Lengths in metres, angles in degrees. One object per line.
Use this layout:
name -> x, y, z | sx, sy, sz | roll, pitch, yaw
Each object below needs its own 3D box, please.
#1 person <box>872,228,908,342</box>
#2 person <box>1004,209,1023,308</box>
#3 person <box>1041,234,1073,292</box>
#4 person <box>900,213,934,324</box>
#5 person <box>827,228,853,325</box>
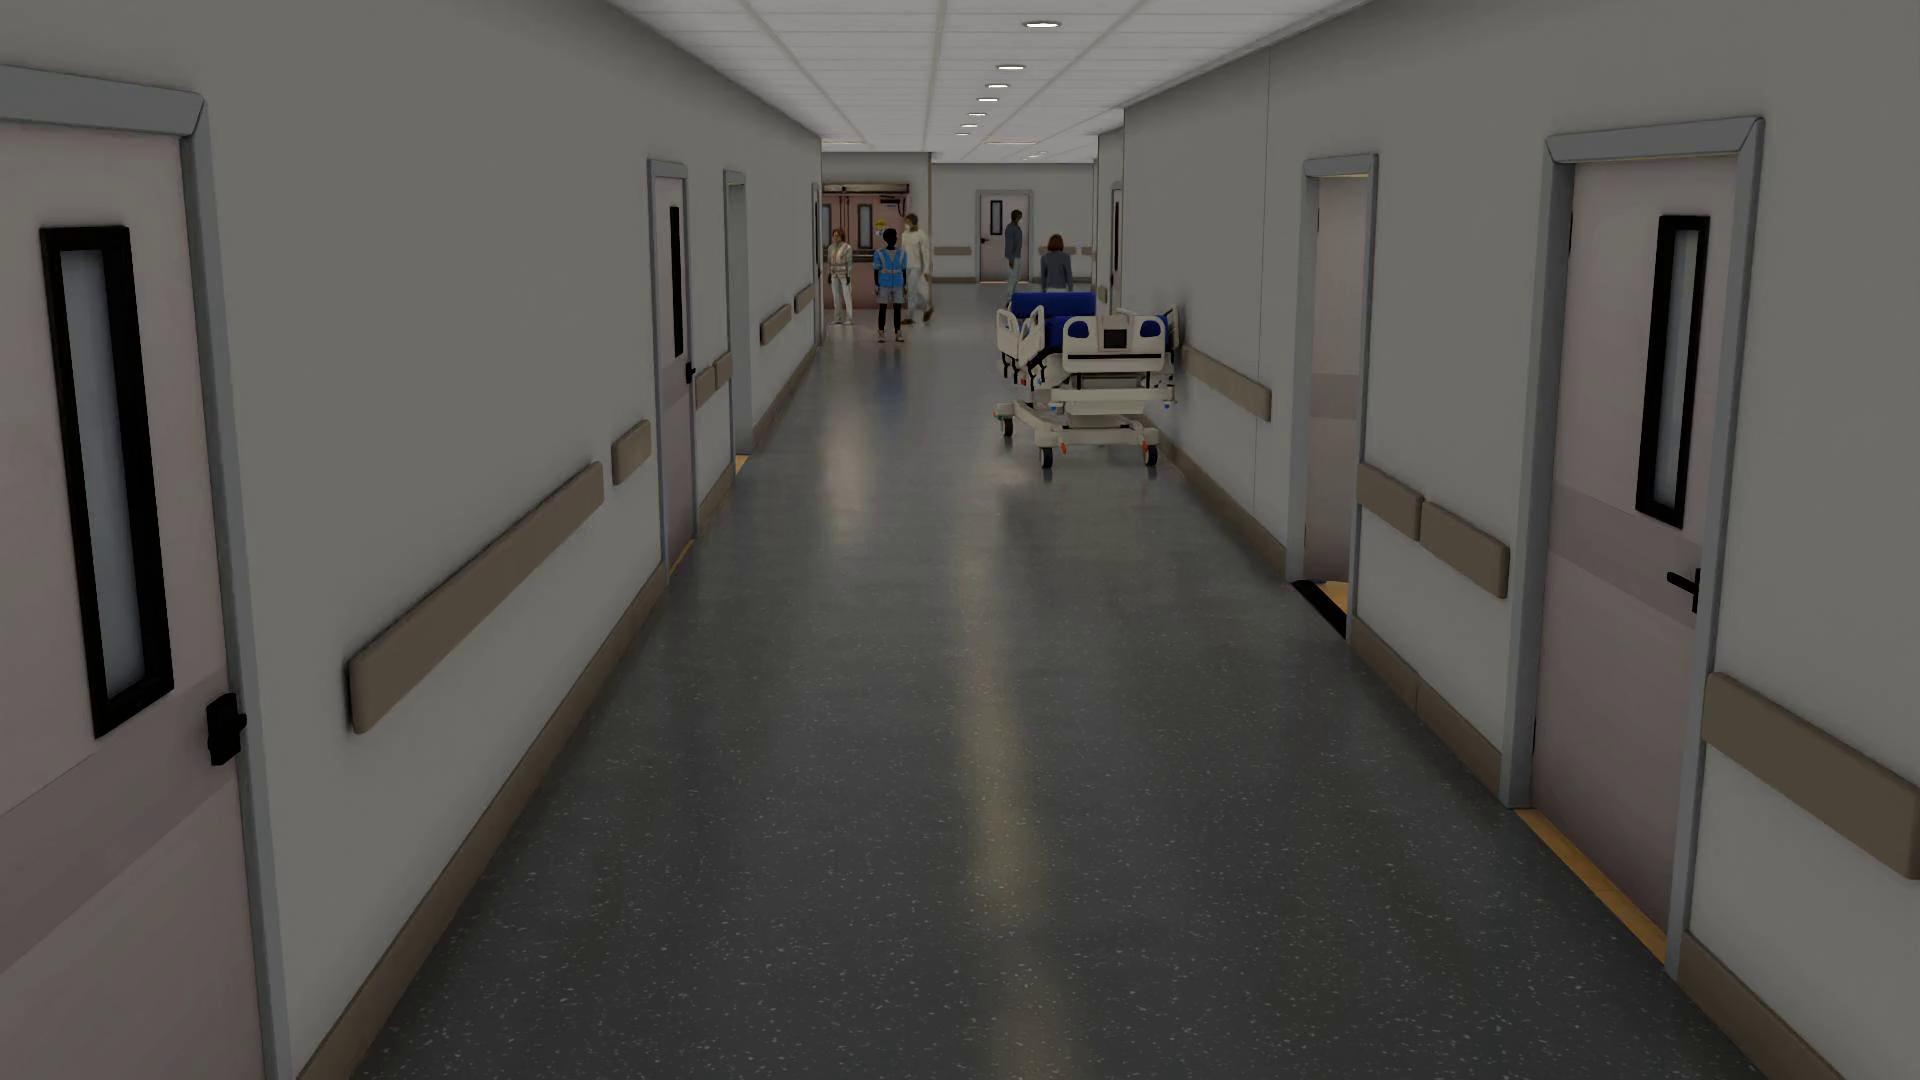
person -> -1.037, -3.799, 24.848 | 0.540, 1.697, 0.316 | -3, 12, -16
person -> 1.068, -5.537, 32.755 | 0.378, 1.931, 0.636 | 4, 12, 18
person -> 1.403, -3.727, 24.680 | 0.508, 1.616, 0.645 | 8, 14, 34
person -> -0.760, -4.681, 28.668 | 0.941, 1.906, 0.631 | -11, 16, -43
person -> -2.039, -4.469, 28.275 | 0.517, 1.632, 0.314 | 8, 14, 33
